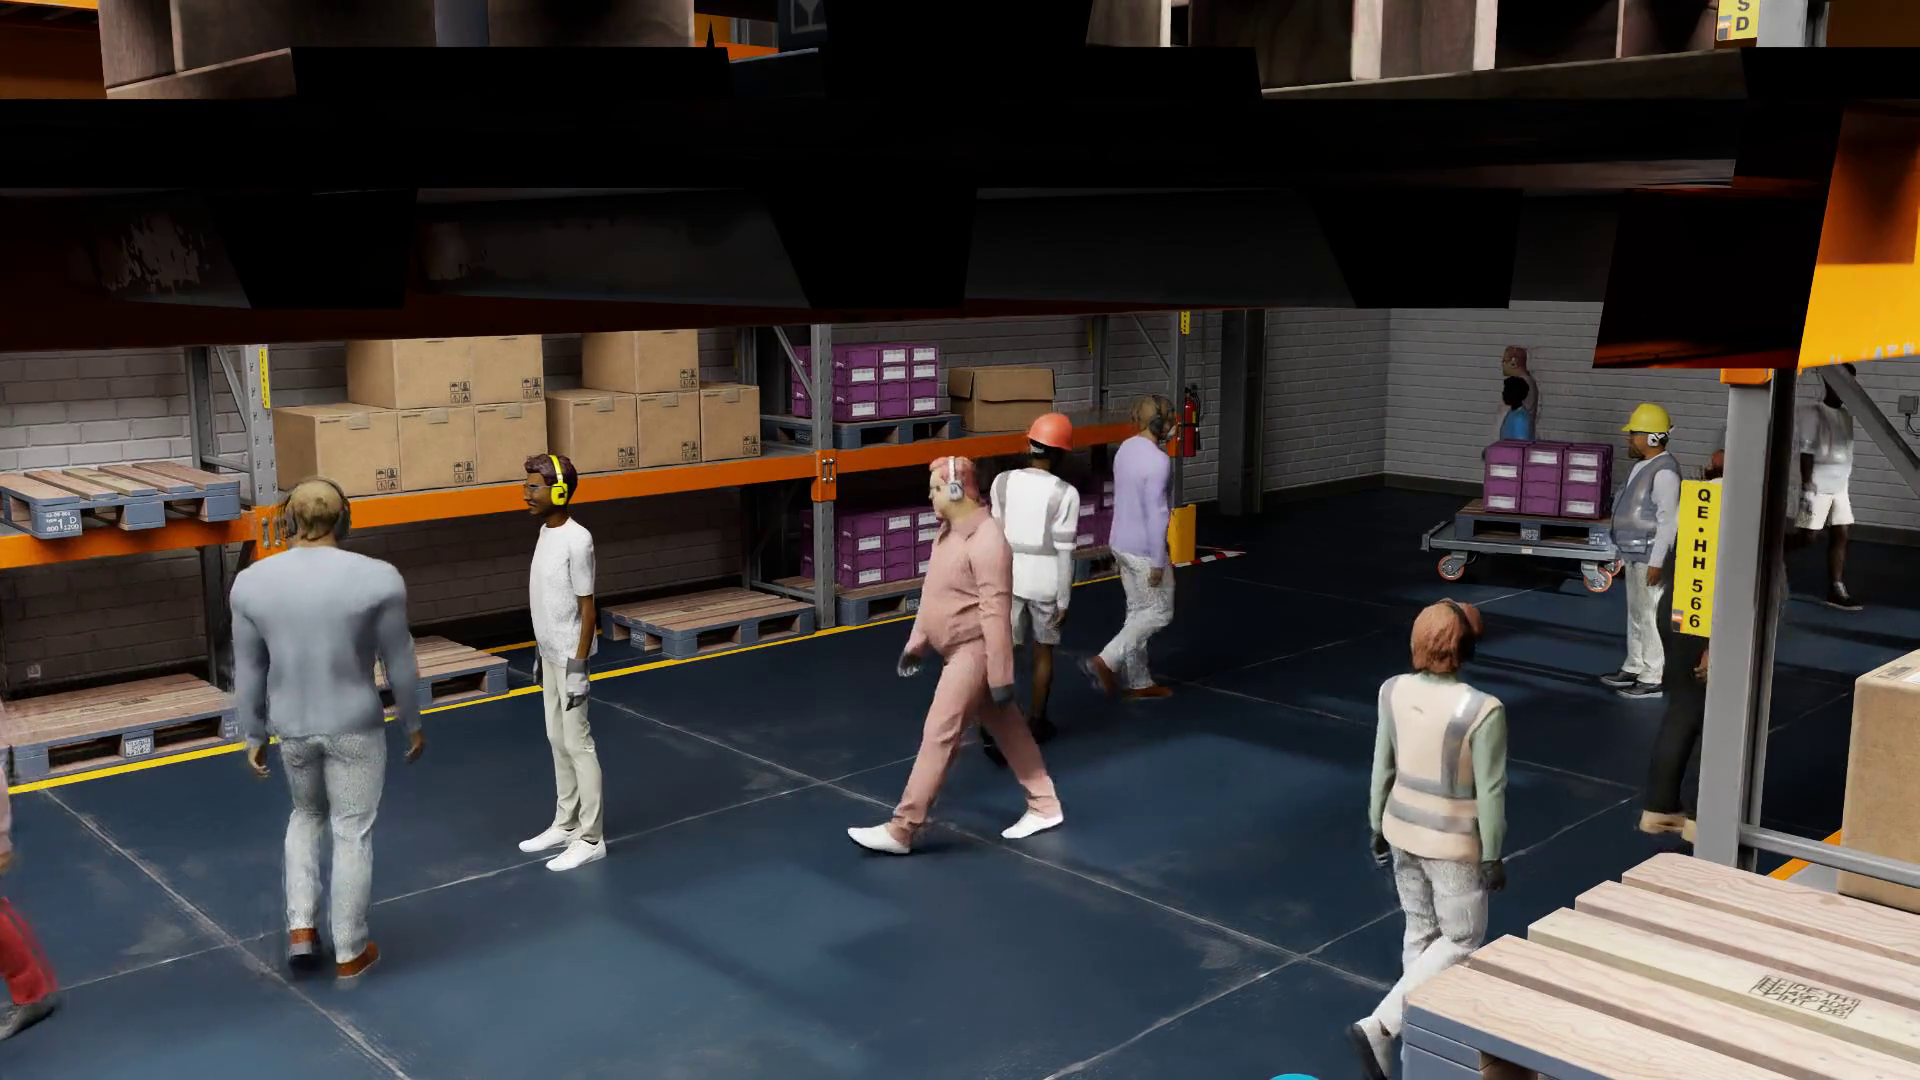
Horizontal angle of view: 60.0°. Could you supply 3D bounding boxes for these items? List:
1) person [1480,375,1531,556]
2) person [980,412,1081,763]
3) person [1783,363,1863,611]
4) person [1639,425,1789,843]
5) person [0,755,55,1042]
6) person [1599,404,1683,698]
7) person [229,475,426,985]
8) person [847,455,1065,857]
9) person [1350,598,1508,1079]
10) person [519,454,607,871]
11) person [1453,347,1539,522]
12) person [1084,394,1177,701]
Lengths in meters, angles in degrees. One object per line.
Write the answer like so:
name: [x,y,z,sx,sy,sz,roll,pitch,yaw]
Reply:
person: [5.099,-0.667,15.093,0.678,1.674,0.534,3,10,19]
person: [0.362,0.259,9.040,0.561,1.902,0.845,4,11,25]
person: [6.731,-0.450,13.068,0.614,1.946,0.817,-5,11,-27]
person: [3.523,0.404,7.775,0.607,2.000,0.702,-1,10,-3]
person: [-3.414,0.959,5.483,0.518,1.716,0.929,4,11,23]
person: [4.255,0.068,10.348,0.404,1.833,0.591,1,10,6]
person: [-2.372,0.718,6.299,0.648,1.924,0.477,0,10,0]
person: [0.024,0.532,7.642,1.072,1.840,0.642,-2,10,-12]
person: [1.507,1.005,5.455,0.556,1.626,0.515,-6,11,-30]
person: [-1.801,0.540,7.477,0.328,1.872,0.515,-7,12,-35]
person: [5.269,-0.929,16.113,0.972,1.859,0.661,5,11,25]
person: [1.042,0.071,10.107,0.565,1.919,0.634,-3,10,-19]
